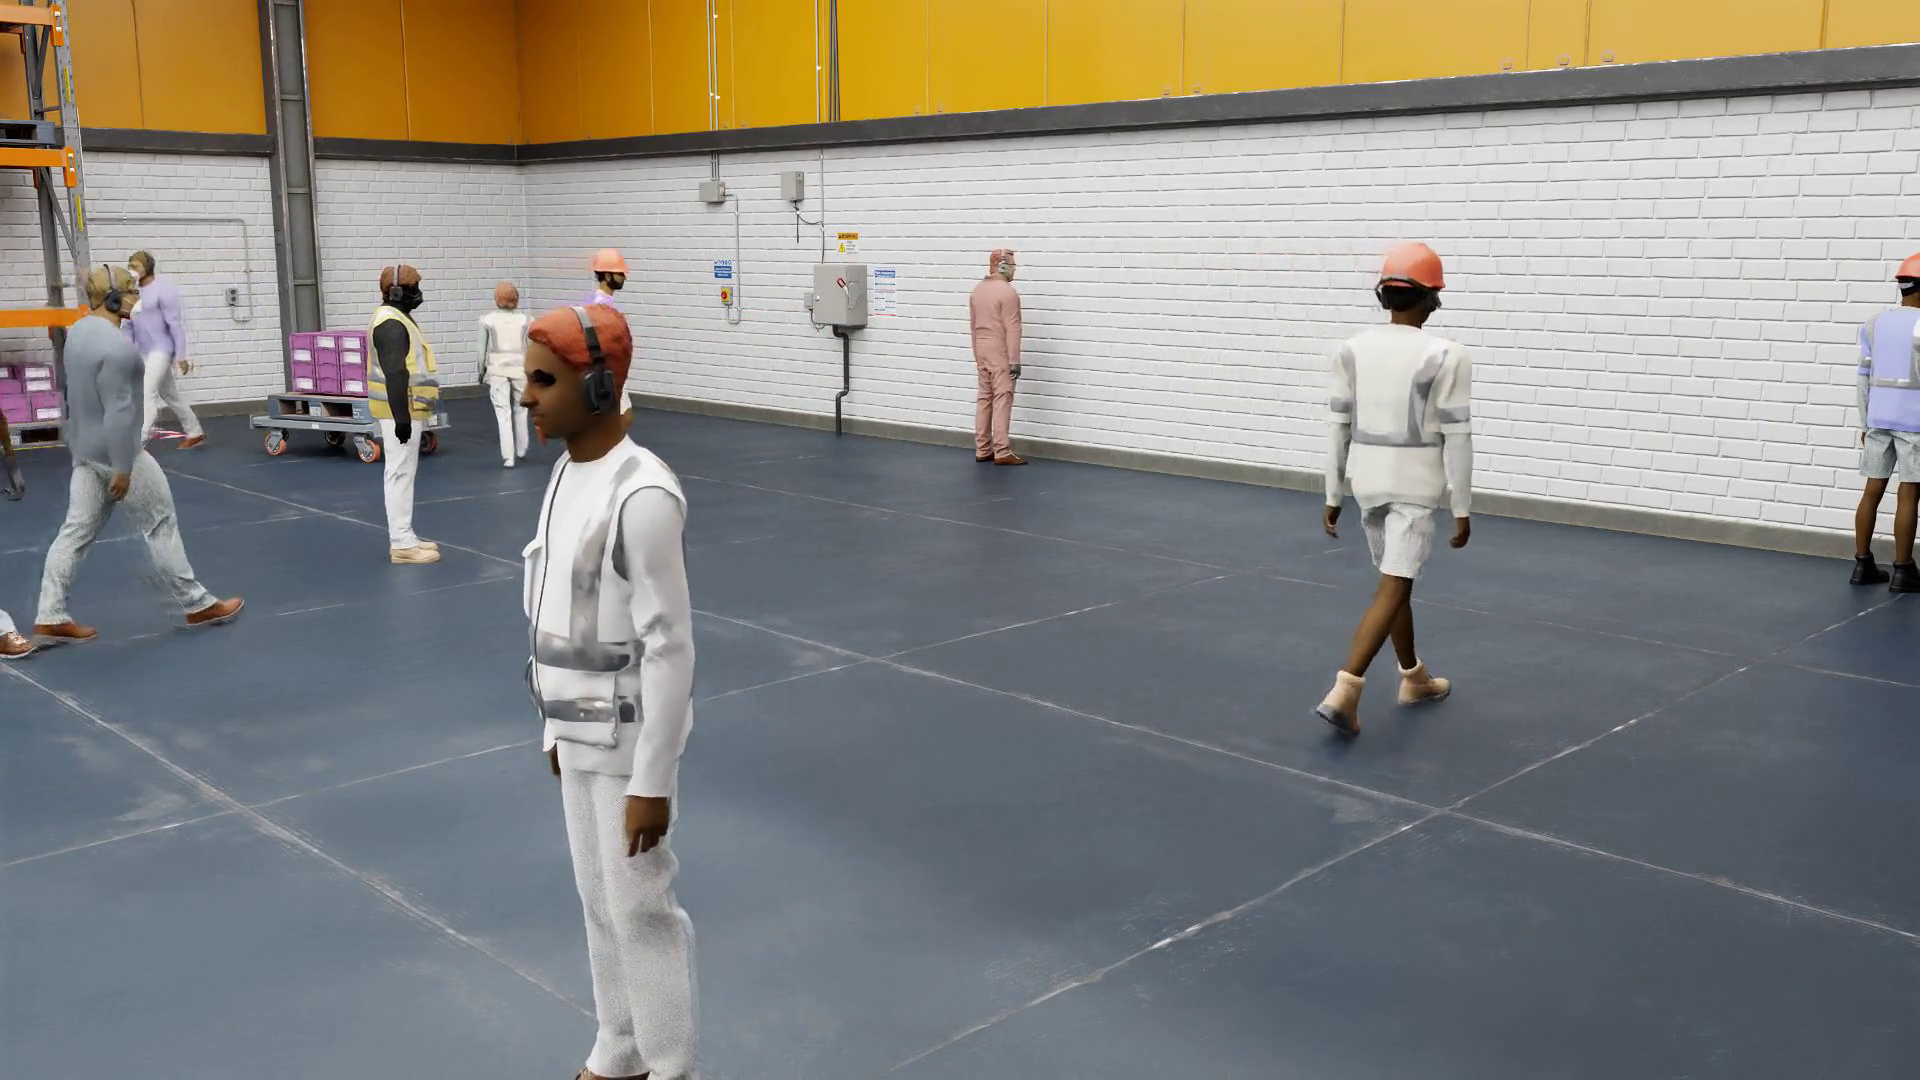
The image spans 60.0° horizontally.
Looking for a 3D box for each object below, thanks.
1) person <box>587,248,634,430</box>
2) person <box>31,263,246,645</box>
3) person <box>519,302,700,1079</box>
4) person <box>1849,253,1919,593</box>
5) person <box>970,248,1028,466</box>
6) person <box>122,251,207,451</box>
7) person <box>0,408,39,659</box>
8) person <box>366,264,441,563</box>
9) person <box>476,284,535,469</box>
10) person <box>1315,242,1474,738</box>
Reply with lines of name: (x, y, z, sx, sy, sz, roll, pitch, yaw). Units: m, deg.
person: (-2.741, -1.313, 13.028, 0.427, 1.918, 0.562, -3, 11, -16)
person: (-4.207, -0.425, 8.299, 0.645, 1.893, 1.018, 9, 14, 40)
person: (-0.751, 0.438, 3.580, 0.337, 1.883, 0.584, -6, 12, -30)
person: (5.384, -0.665, 9.480, 0.374, 1.928, 0.542, -4, 11, -23)
person: (0.358, -1.615, 14.723, 0.400, 1.905, 0.645, -6, 12, -31)
person: (-7.436, -1.719, 15.361, 0.653, 1.885, 1.040, 6, 12, 31)
person: (-4.760, -0.333, 7.978, 0.924, 1.810, 0.593, 3, 11, 17)
person: (-3.454, -0.784, 10.362, 0.430, 1.843, 0.625, -3, 11, -16)
person: (-3.984, -1.448, 14.658, 0.516, 1.595, 0.855, -4, 11, -21)
person: (1.770, -0.208, 6.812, 1.027, 2.006, 0.618, -10, 14, -42)
